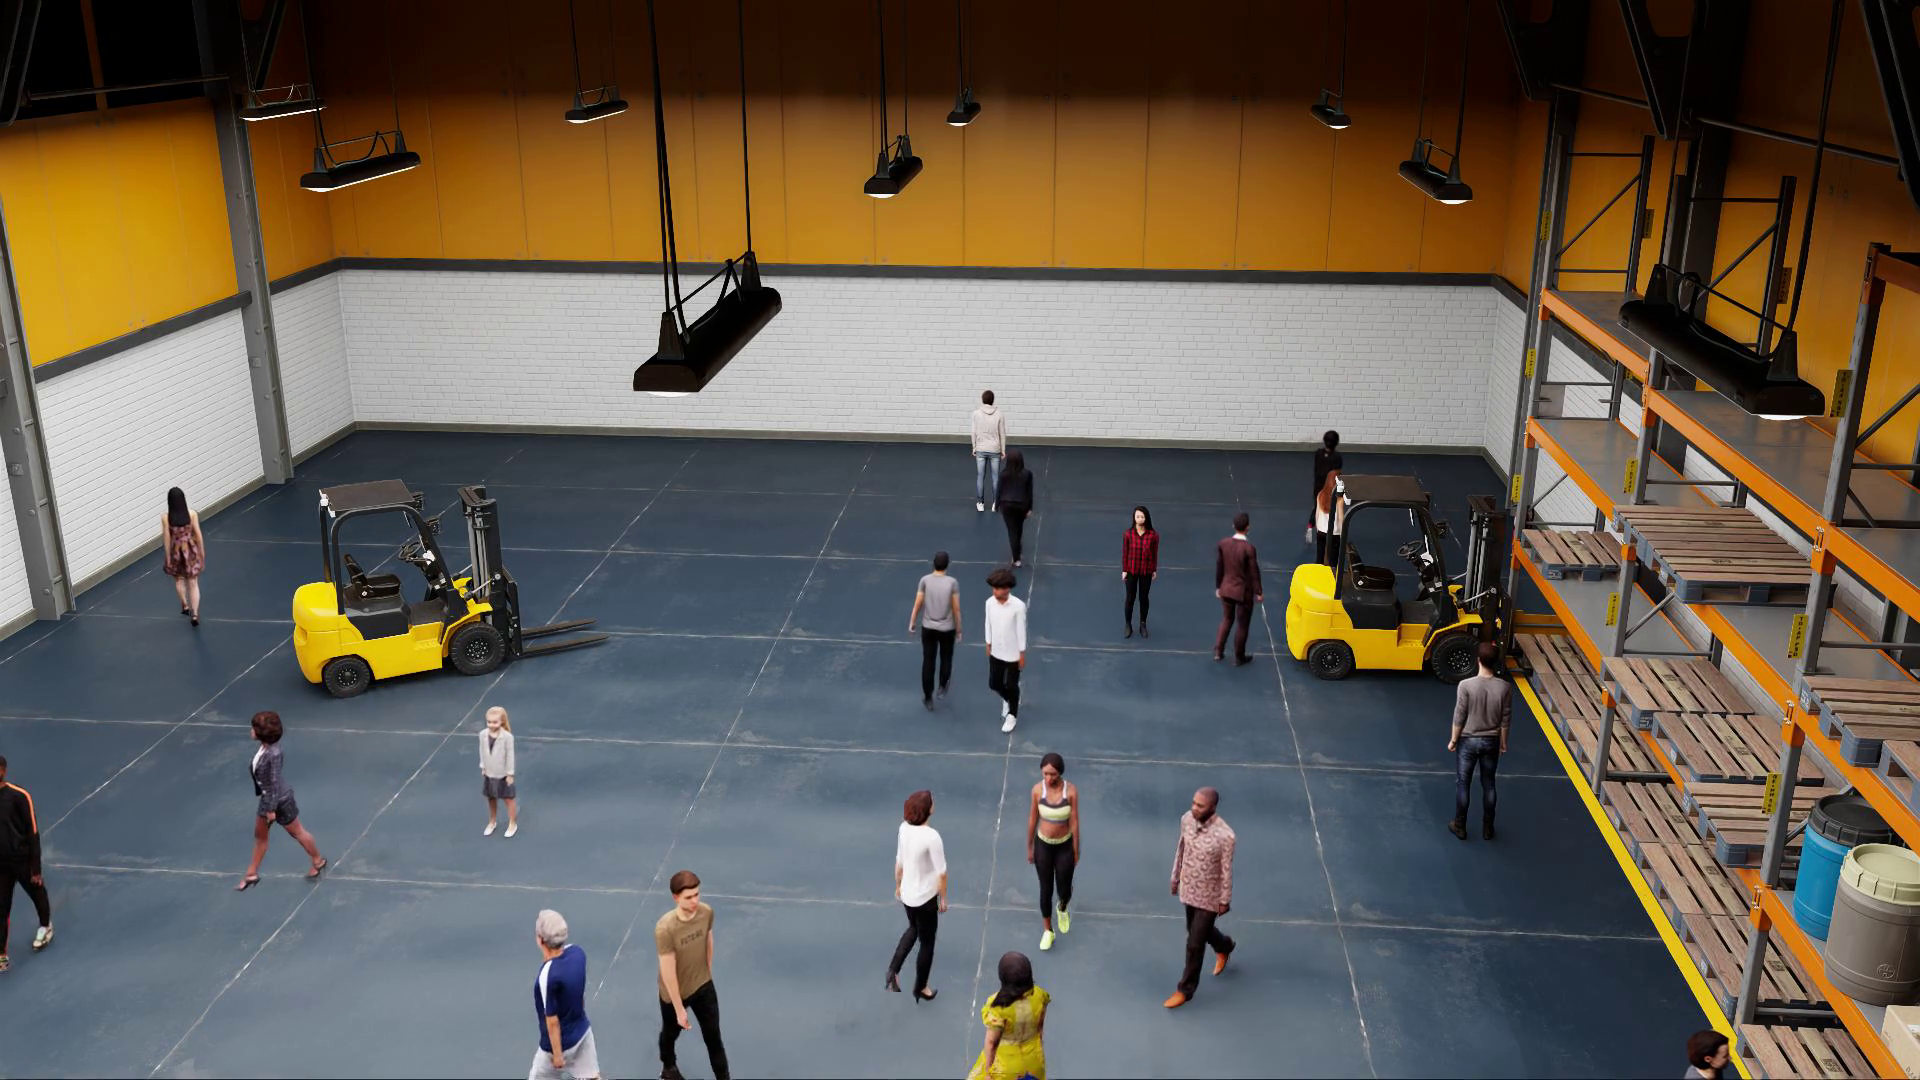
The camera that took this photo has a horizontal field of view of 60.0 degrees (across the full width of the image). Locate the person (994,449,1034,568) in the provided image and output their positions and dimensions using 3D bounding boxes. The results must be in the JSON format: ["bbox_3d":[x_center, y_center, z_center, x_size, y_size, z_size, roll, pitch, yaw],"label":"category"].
[{"bbox_3d":[0.755,-0.398,22.583,0.850,1.572,1.159,-4,19,-11],"label":"person"}]

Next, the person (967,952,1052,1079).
[{"bbox_3d":[0.389,3.489,10.920,0.973,1.648,1.024,-12,22,-32],"label":"person"}]

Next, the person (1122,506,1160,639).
[{"bbox_3d":[2.164,0.374,20.155,0.600,1.658,0.524,0,19,1],"label":"person"}]

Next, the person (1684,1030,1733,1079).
[{"bbox_3d":[4.413,3.729,10.021,0.714,1.767,0.526,6,19,16],"label":"person"}]

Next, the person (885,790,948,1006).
[{"bbox_3d":[-0.387,2.798,12.765,0.872,1.780,0.807,-16,24,-39],"label":"person"}]

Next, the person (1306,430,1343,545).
[{"bbox_3d":[5.116,-0.722,23.404,0.898,1.661,1.065,14,23,35],"label":"person"}]

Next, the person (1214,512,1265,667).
[{"bbox_3d":[3.178,0.598,19.177,0.859,1.857,0.903,17,25,40],"label":"person"}]

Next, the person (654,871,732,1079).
[{"bbox_3d":[-1.985,3.144,11.701,1.187,1.803,1.220,-16,25,-40],"label":"person"}]

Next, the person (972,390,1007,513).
[{"bbox_3d":[0.420,-1.351,24.968,0.664,1.854,0.555,2,19,6],"label":"person"}]

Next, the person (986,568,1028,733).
[{"bbox_3d":[0.534,1.133,17.685,0.760,1.795,0.809,7,20,20],"label":"person"}]

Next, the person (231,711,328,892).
[{"bbox_3d":[-5.865,2.283,14.501,1.073,1.648,1.071,-12,22,-31],"label":"person"}]

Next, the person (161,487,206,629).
[{"bbox_3d":[-9.497,0.241,20.406,0.915,1.750,1.000,-12,22,-31],"label":"person"}]

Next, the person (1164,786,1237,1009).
[{"bbox_3d":[1.950,2.718,12.981,1.201,1.795,1.169,-13,23,-34],"label":"person"}]

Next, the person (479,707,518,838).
[{"bbox_3d":[-4.290,2.139,15.520,0.558,1.270,0.559,5,19,14],"label":"person"}]

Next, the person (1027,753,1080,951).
[{"bbox_3d":[0.789,2.510,13.683,0.608,1.740,0.689,4,19,10],"label":"person"}]

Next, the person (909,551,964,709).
[{"bbox_3d":[-0.234,1.004,18.183,0.777,1.721,0.949,1,19,3],"label":"person"}]

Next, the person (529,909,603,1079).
[{"bbox_3d":[-2.547,3.347,11.125,0.885,1.787,1.198,5,19,15],"label":"person"}]

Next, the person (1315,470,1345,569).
[{"bbox_3d":[4.742,-0.062,21.357,0.703,1.718,0.644,-15,24,-38],"label":"person"}]

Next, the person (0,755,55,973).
[{"bbox_3d":[-7.648,2.542,13.528,0.773,1.779,1.114,-1,19,-4],"label":"person"}]

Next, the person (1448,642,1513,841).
[{"bbox_3d":[4.794,1.861,15.356,0.695,1.903,0.544,1,19,2],"label":"person"}]
